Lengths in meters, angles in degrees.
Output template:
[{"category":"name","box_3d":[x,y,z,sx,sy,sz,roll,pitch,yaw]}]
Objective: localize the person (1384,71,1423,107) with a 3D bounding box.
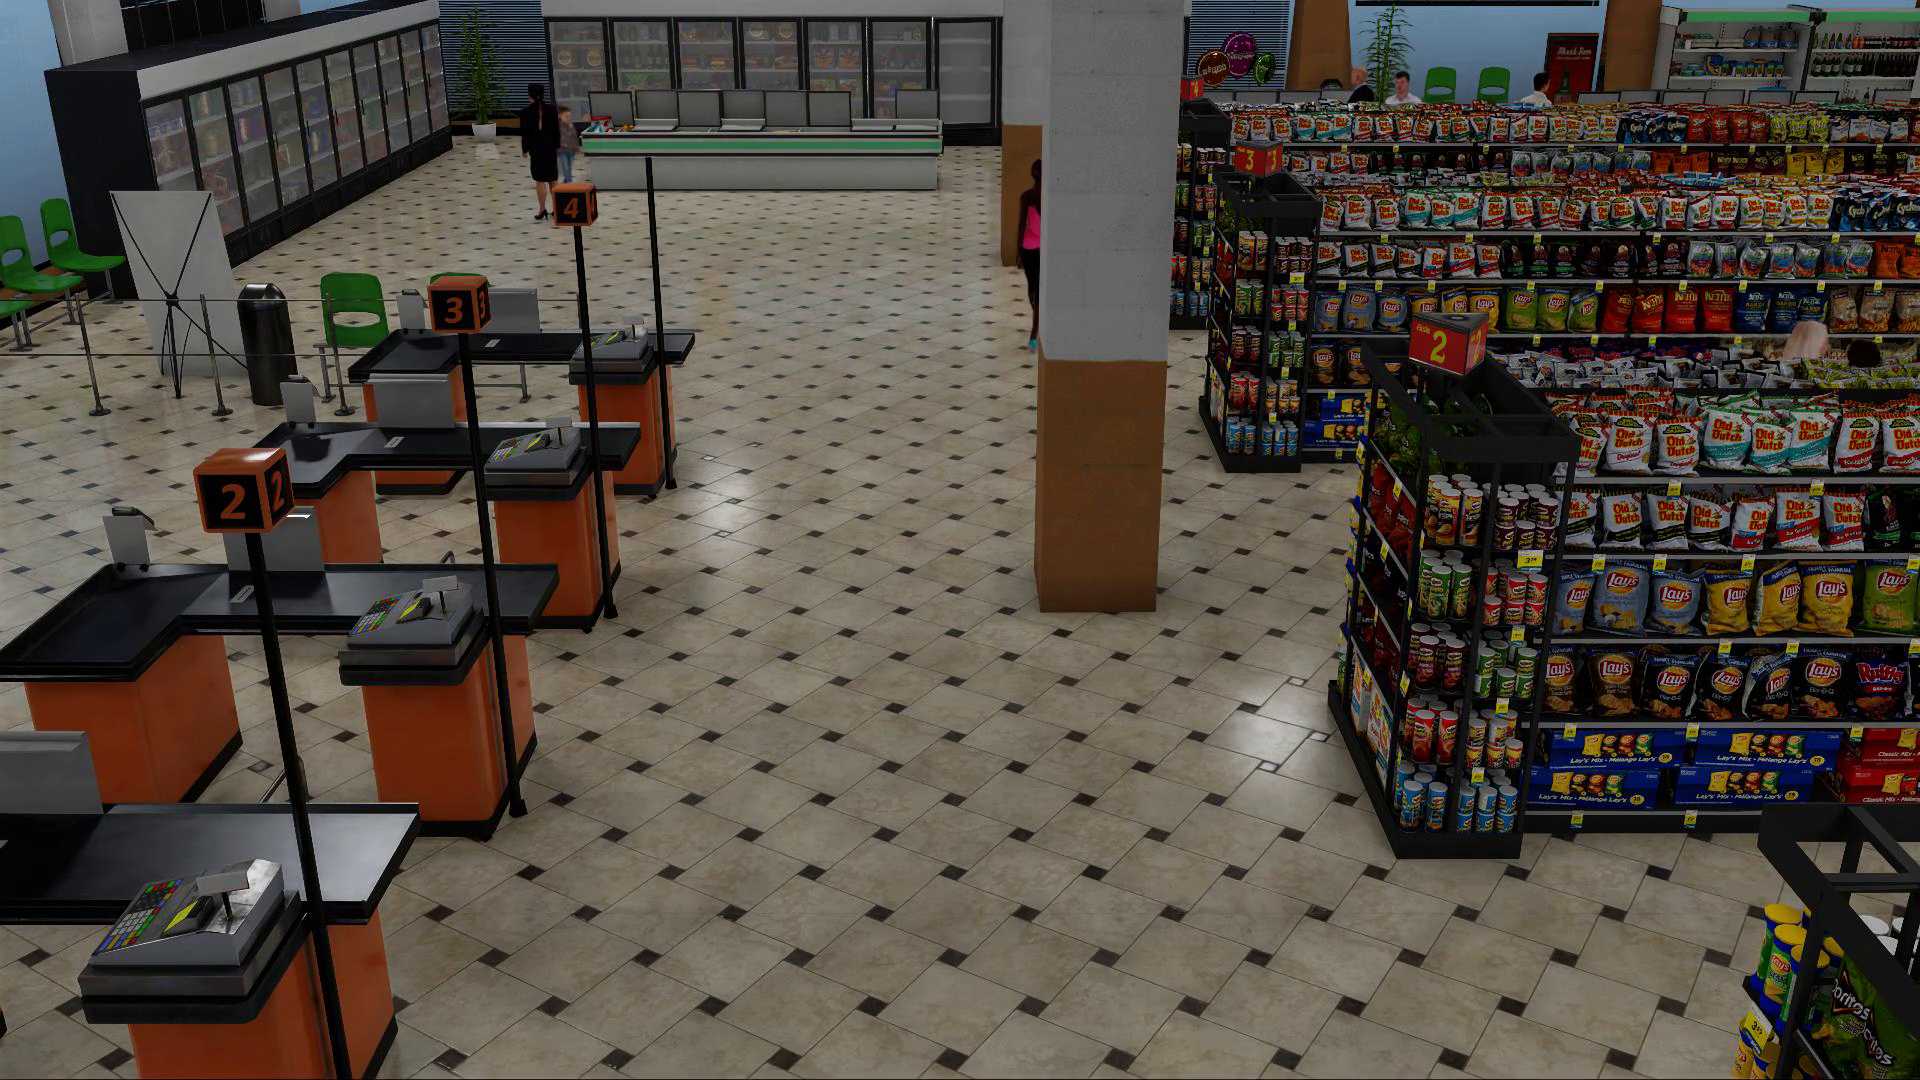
[{"category":"person","box_3d":[5.524,-4.910,20.799,0.934,1.836,0.965,14,26,30]}]

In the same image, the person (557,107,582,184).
[{"category":"person","box_3d":[-5.387,-5.304,22.687,0.793,1.158,0.806,-15,26,-33]}]

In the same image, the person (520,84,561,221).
[{"category":"person","box_3d":[-5.271,-4.891,20.971,0.783,1.671,0.861,-17,27,-36]}]

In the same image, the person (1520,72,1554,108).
[{"category":"person","box_3d":[7.208,-4.968,20.978,0.729,1.809,0.740,-13,25,-29]}]

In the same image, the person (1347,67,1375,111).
[{"category":"person","box_3d":[5.176,-5.256,21.709,0.787,1.798,0.766,15,26,32]}]
